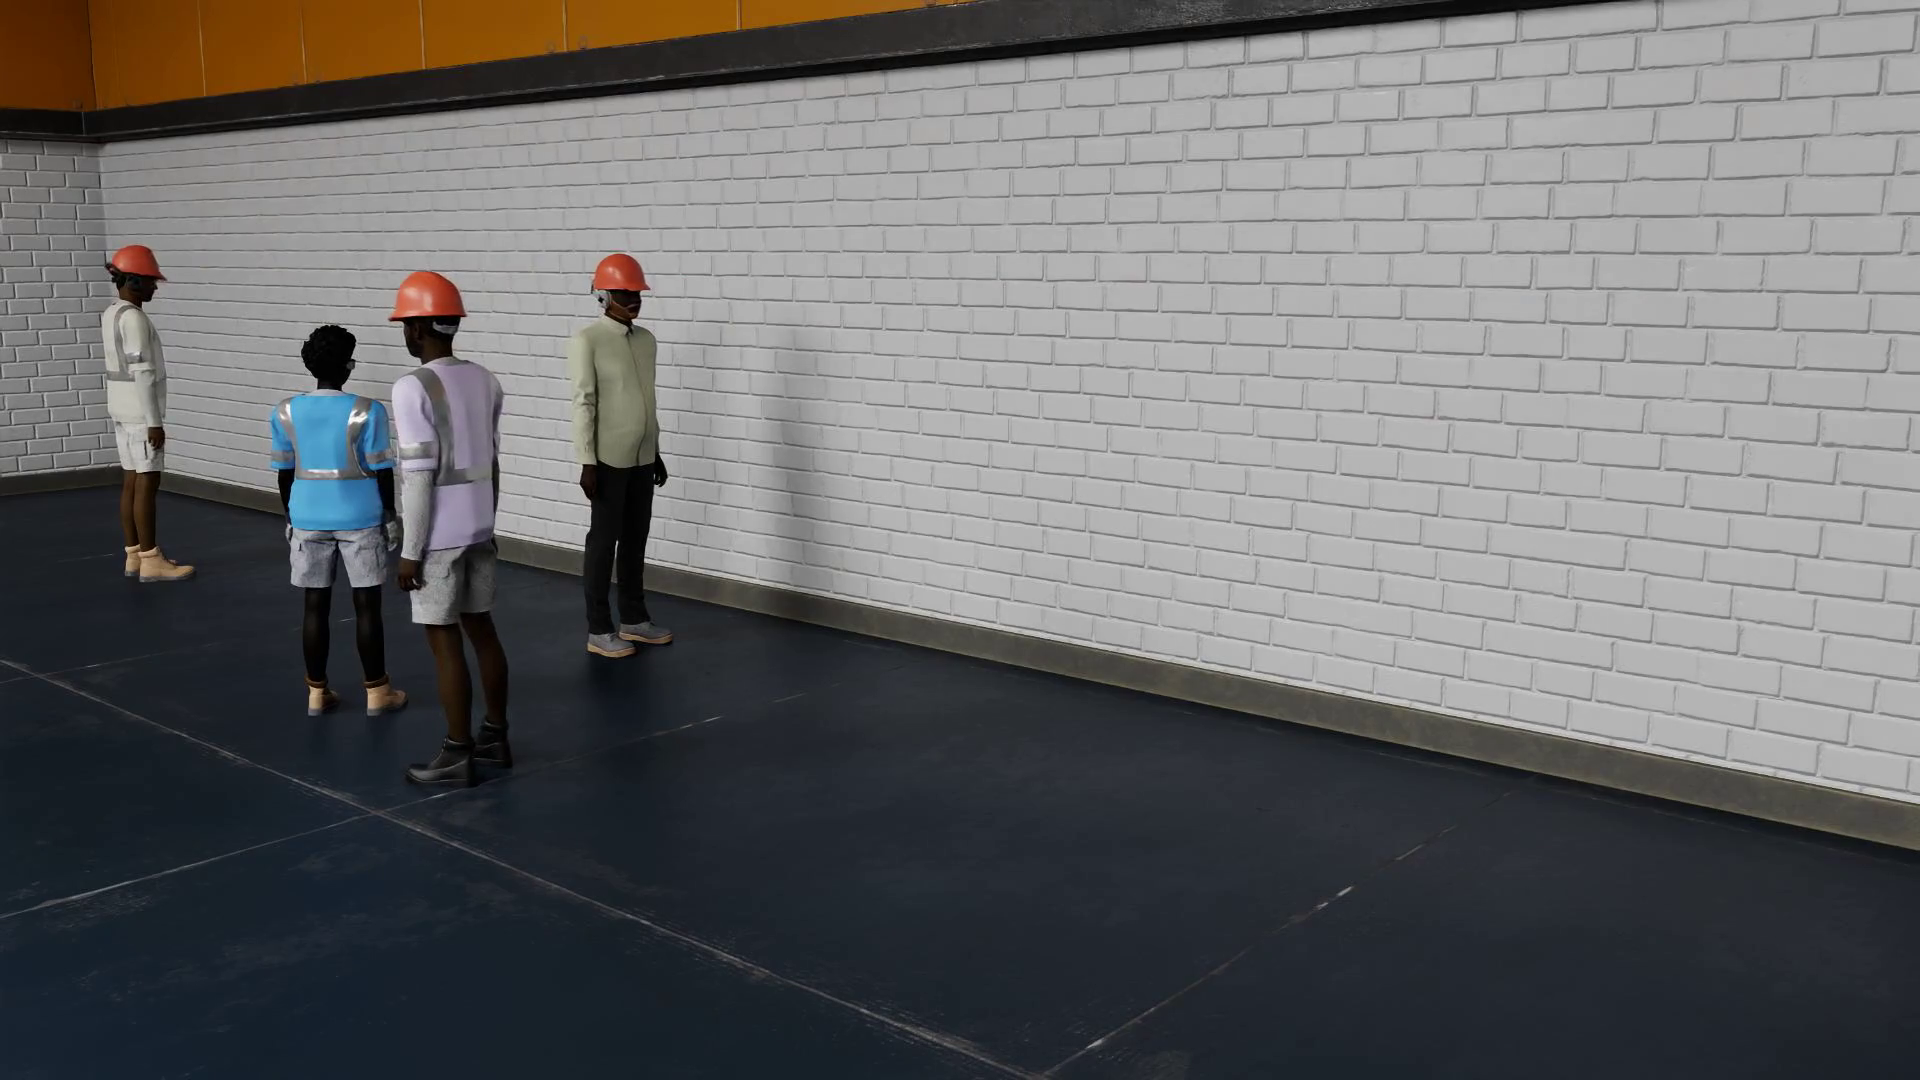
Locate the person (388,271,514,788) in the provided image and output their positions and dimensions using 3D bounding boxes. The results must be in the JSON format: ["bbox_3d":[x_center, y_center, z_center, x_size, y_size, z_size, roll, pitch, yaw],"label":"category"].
[{"bbox_3d":[-1.947,-0.034,6.269,0.373,1.934,0.551,3,11,19],"label":"person"}]

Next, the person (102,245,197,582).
[{"bbox_3d":[-4.977,-0.766,10.148,0.383,2.041,0.605,-9,13,-40],"label":"person"}]

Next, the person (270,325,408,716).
[{"bbox_3d":[-2.677,-0.074,7.185,0.539,1.696,0.317,0,10,3],"label":"person"}]

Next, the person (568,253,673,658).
[{"bbox_3d":[-1.685,-0.425,8.328,0.390,1.992,0.624,5,11,27],"label":"person"}]
